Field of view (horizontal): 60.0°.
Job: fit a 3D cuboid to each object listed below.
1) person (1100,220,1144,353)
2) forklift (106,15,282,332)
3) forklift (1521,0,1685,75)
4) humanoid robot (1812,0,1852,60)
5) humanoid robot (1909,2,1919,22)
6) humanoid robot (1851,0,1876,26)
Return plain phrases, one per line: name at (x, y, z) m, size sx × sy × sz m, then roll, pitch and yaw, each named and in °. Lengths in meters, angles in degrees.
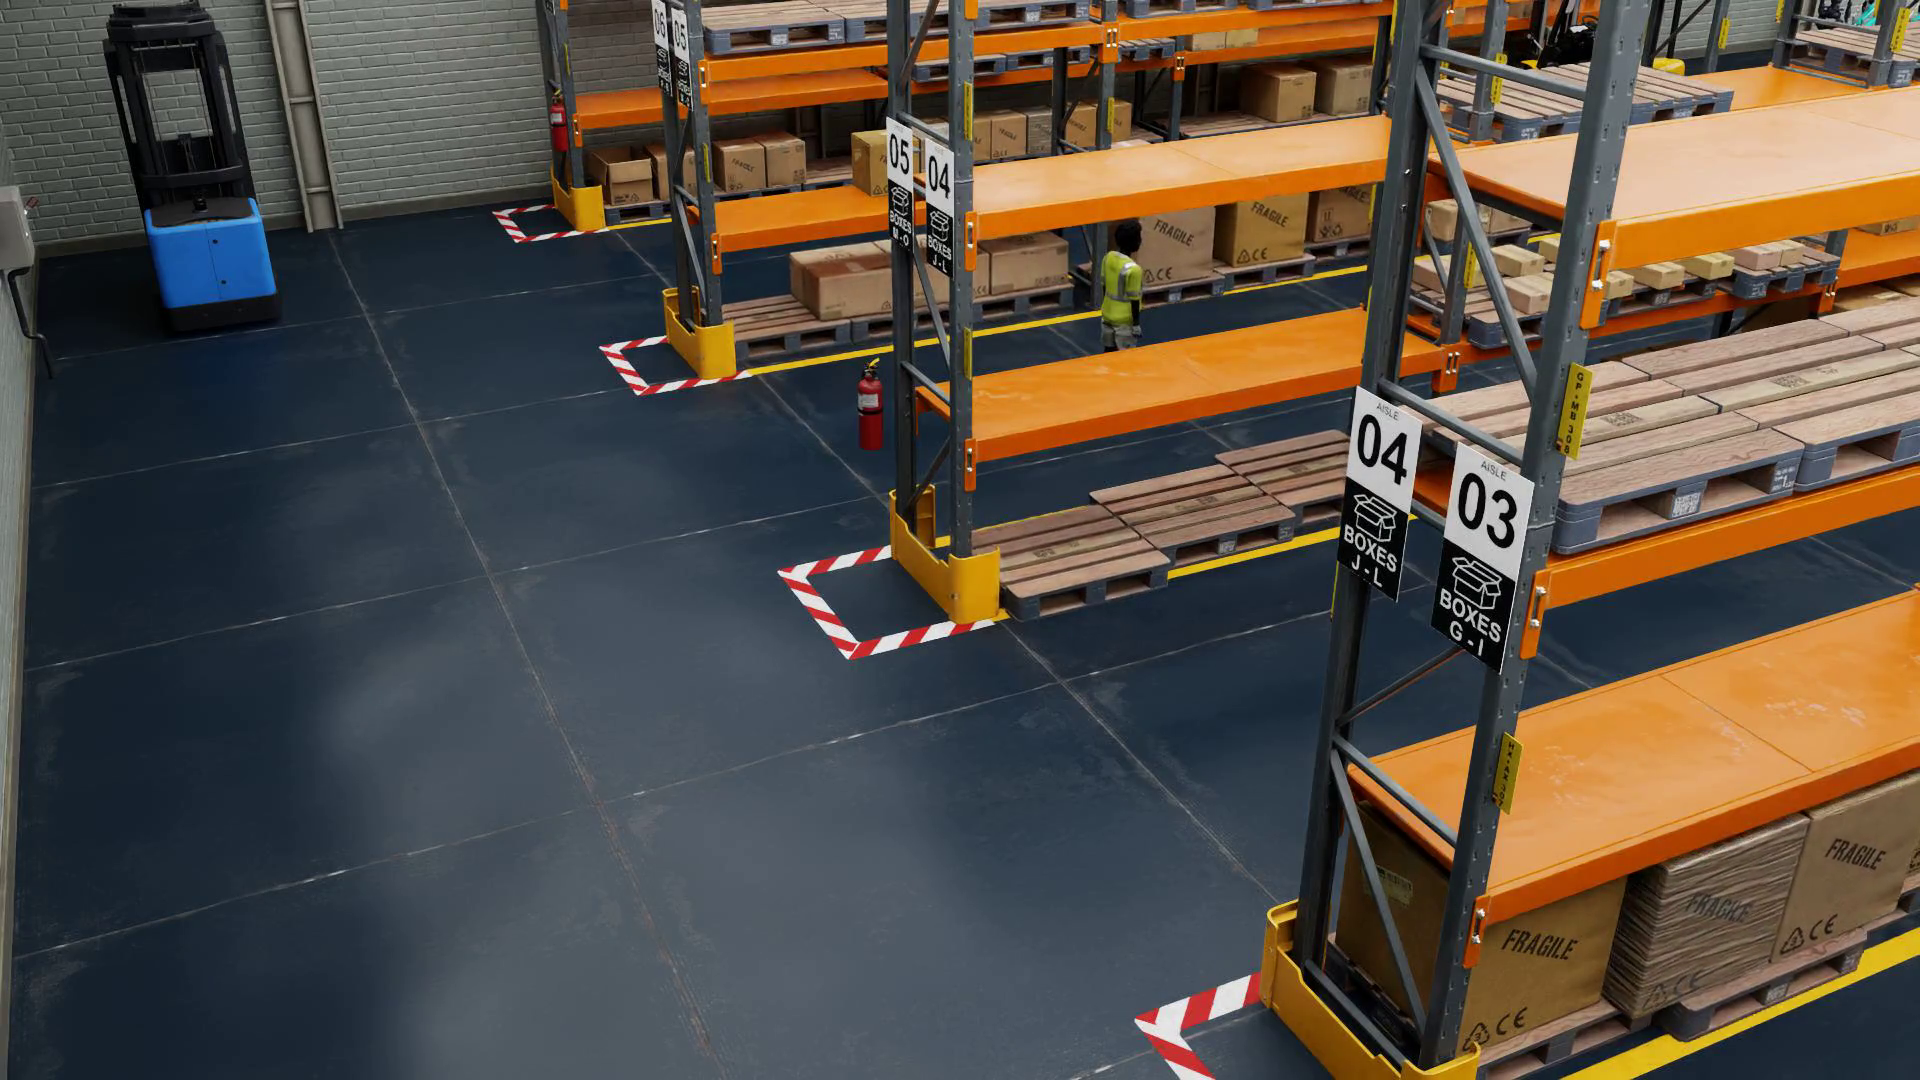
person at (1.381, -1.892, 14.170) m, size 0.318 × 1.698 × 0.538 m, roll -12°, pitch 30°, yaw -22°
forklift at (-7.548, -3.672, 16.323) m, size 1.129 × 2.768 × 1.873 m, roll -12°, pitch 30°, yaw -22°
forklift at (8.950, -6.807, 23.056) m, size 1.214 × 2.155 × 2.313 m, roll -12°, pitch 30°, yaw -22°
humanoid robot at (13.865, -8.302, 26.458) m, size 0.315 × 1.655 × 0.599 m, roll -12°, pitch 30°, yaw -22°
humanoid robot at (15.645, -8.645, 26.921) m, size 0.735 × 1.676 × 0.533 m, roll -12°, pitch 30°, yaw -22°
humanoid robot at (14.727, -8.647, 26.923) m, size 0.735 × 1.677 × 0.533 m, roll -12°, pitch 30°, yaw -22°
